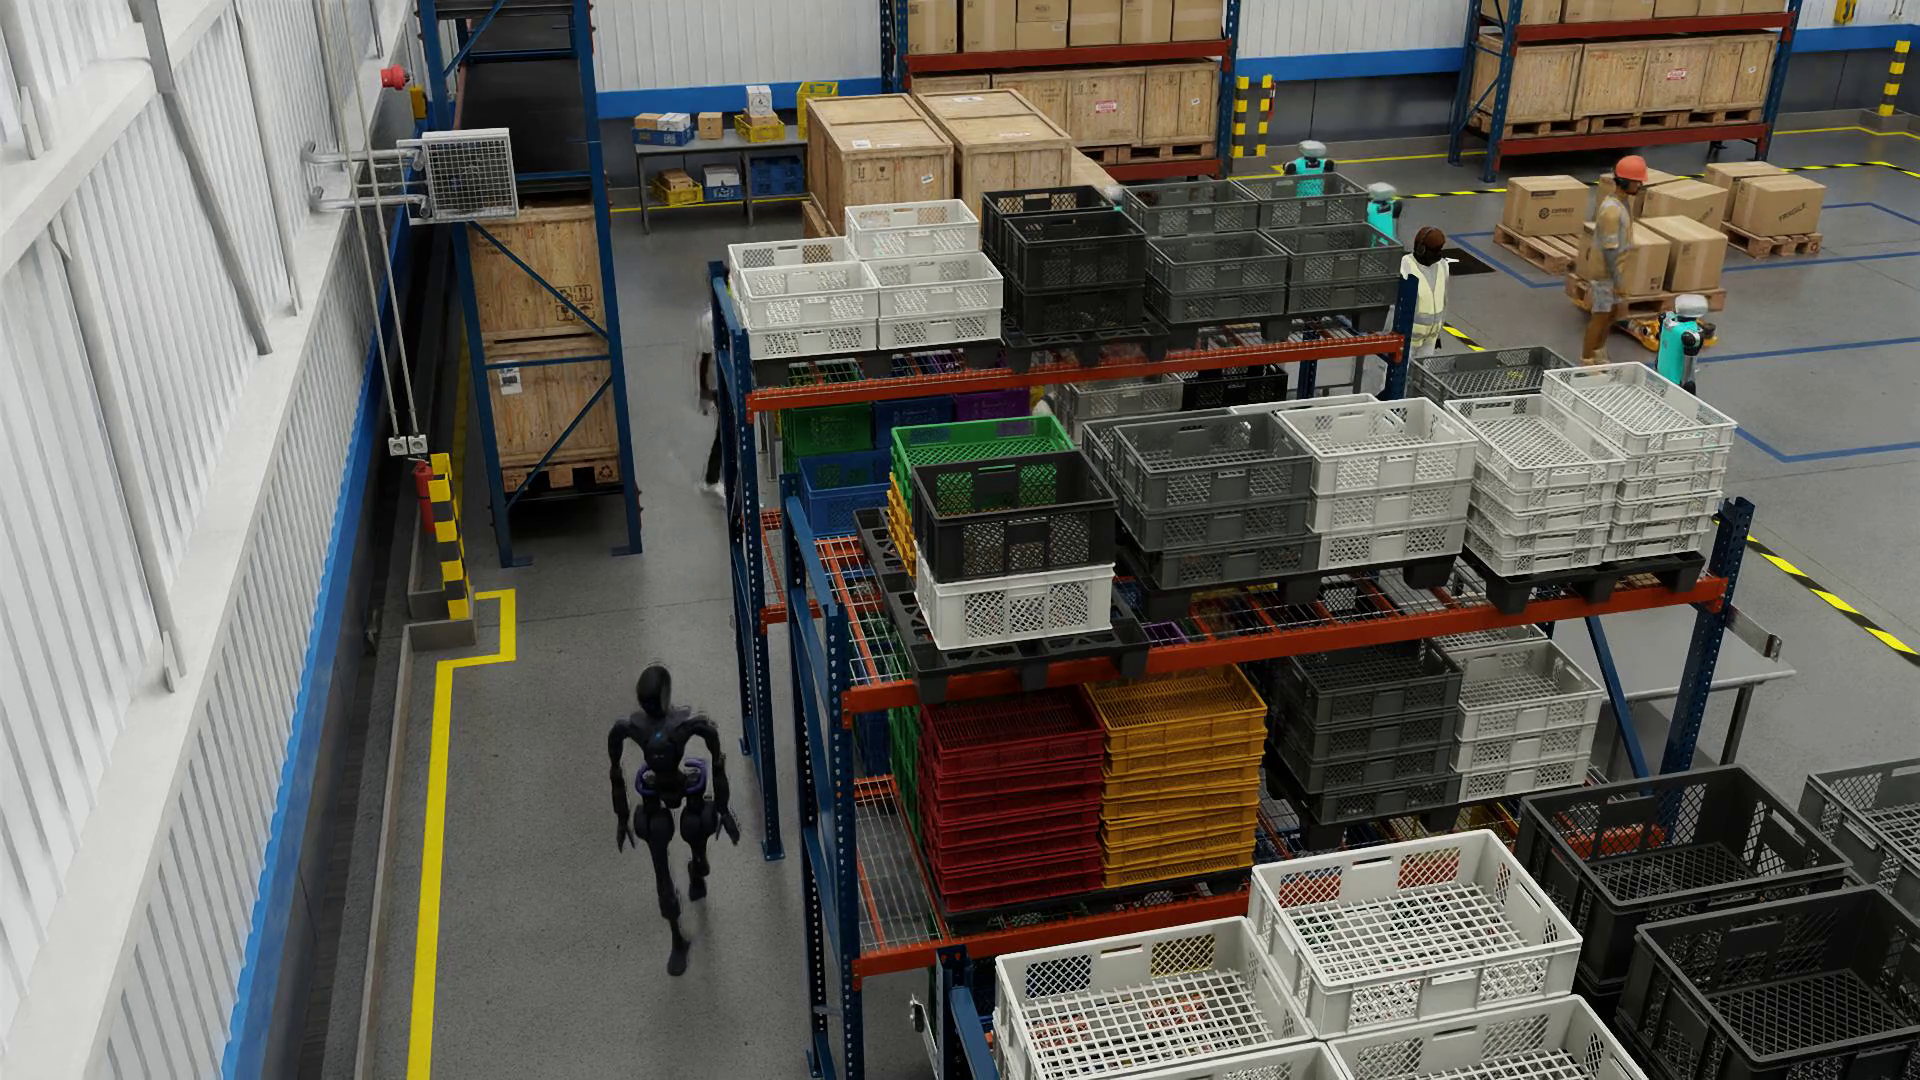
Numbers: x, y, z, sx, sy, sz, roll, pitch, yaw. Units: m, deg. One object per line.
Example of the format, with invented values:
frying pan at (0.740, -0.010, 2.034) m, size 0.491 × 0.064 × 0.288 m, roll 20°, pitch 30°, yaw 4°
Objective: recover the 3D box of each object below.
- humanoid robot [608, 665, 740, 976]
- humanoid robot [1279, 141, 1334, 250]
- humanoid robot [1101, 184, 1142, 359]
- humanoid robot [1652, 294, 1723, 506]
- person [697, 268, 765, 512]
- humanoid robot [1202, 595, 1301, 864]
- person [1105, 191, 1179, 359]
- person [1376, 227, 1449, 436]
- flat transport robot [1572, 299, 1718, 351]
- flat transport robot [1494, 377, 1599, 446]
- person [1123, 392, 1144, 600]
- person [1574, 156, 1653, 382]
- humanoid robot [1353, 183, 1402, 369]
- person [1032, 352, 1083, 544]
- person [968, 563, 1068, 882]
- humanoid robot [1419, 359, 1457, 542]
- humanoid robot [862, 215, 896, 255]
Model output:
humanoid robot at (-1.396, 1.273, 8.168) m, size 0.606 × 1.648 × 0.705 m, roll -2°, pitch 28°, yaw -3°
humanoid robot at (3.394, -2.864, 15.930) m, size 0.540 × 1.810 × 0.770 m, roll -11°, pitch 30°, yaw -19°
humanoid robot at (1.565, -2.318, 14.859) m, size 0.677 × 1.792 × 0.534 m, roll -14°, pitch 31°, yaw -25°
humanoid robot at (5.414, -0.993, 12.216) m, size 0.735 × 1.673 × 0.533 m, roll -1°, pitch 28°, yaw -2°
person at (-1.679, -1.131, 12.528) m, size 0.783 × 1.827 × 0.546 m, roll 12°, pitch 30°, yaw 22°
humanoid robot at (1.464, 0.982, 8.711) m, size 0.762 × 1.630 × 0.608 m, roll 4°, pitch 28°, yaw 8°
person at (1.597, -2.156, 14.423) m, size 1.004 × 1.867 × 0.581 m, roll -5°, pitch 28°, yaw -9°
person at (3.686, -1.653, 13.511) m, size 0.629 × 1.835 × 0.429 m, roll -14°, pitch 31°, yaw -25°
flat transport robot at (6.657, -2.199, 16.189) m, size 0.652 × 0.197 × 1.431 m, roll -6°, pitch 28°, yaw -12°
flat transport robot at (4.780, -1.036, 14.013) m, size 0.659 × 0.231 × 1.431 m, roll -6°, pitch 28°, yaw -12°
person at (1.015, -0.163, 10.768) m, size 0.495 × 1.737 × 0.553 m, roll -3°, pitch 28°, yaw -5°
person at (5.744, -2.371, 14.661) m, size 0.411 × 2.032 × 0.624 m, roll 15°, pitch 31°, yaw 26°
humanoid robot at (3.800, -2.237, 14.695) m, size 0.563 × 1.736 × 0.921 m, roll -17°, pitch 32°, yaw -29°
person at (0.669, -0.394, 11.103) m, size 0.342 × 1.844 × 0.505 m, roll 20°, pitch 34°, yaw 34°
person at (0.271, 0.997, 8.290) m, size 0.620 × 2.020 × 0.606 m, roll -4°, pitch 28°, yaw -8°
humanoid robot at (3.402, -0.527, 11.538) m, size 0.458 × 1.650 × 0.612 m, roll -14°, pitch 31°, yaw -24°
humanoid robot at (-0.845, -1.781, 13.877) m, size 0.835 × 1.797 × 0.537 m, roll -14°, pitch 31°, yaw -25°
